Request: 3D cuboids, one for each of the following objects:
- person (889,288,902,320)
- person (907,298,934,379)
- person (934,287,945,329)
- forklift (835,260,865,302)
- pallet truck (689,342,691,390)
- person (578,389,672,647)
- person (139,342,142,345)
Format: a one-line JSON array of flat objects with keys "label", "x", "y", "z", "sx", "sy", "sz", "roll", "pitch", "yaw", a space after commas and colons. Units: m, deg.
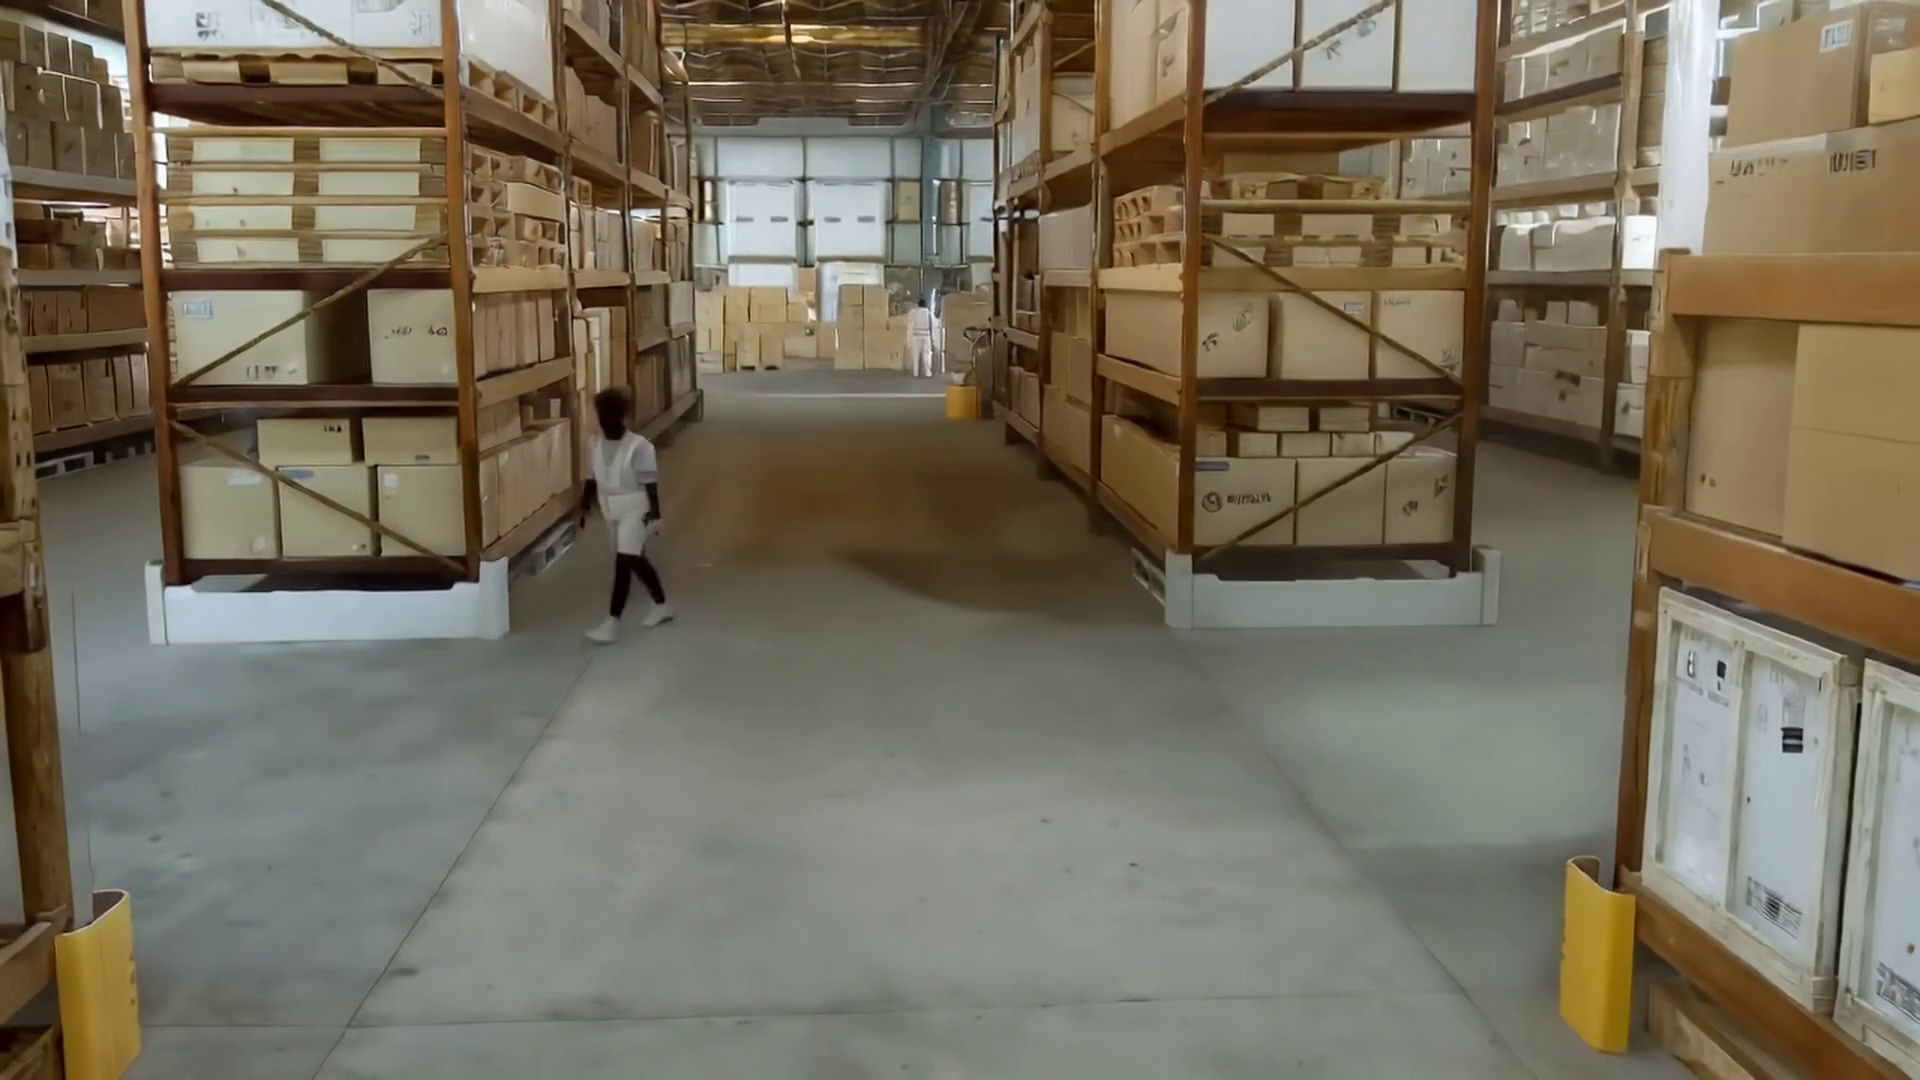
[{"label": "person", "x": -2.318, "y": -7.829, "z": 57.978, "sx": 0.636, "sy": 1.931, "sz": 0.377, "roll": 3, "pitch": 10, "yaw": 19}, {"label": "person", "x": -0.904, "y": -4.588, "z": 37.905, "sx": 0.622, "sy": 1.840, "sz": 0.430, "roll": -1, "pitch": 9, "yaw": -9}, {"label": "person", "x": -0.626, "y": -8.293, "z": 60.947, "sx": 0.617, "sy": 1.923, "sz": 0.495, "roll": -1, "pitch": 9, "yaw": -6}, {"label": "forklift", "x": -3.422, "y": -7.311, "z": 51.737, "sx": 1.129, "sy": 2.768, "sz": 1.873, "roll": -1, "pitch": 9, "yaw": -4}, {"label": "pallet truck", "x": -5.225, "y": -3.008, "z": 27.480, "sx": 1.885, "sy": 1.965, "sz": 0.823, "roll": 2, "pitch": 9, "yaw": 14}, {"label": "person", "x": -2.151, "y": -0.163, "z": 10.753, "sx": 0.551, "sy": 1.632, "sz": 0.956, "roll": 6, "pitch": 11, "yaw": 34}, {"label": "person", "x": -23.282, "y": -6.110, "z": 47.472, "sx": 0.586, "sy": 1.841, "sz": 0.708, "roll": 1, "pitch": 9, "yaw": 8}]
